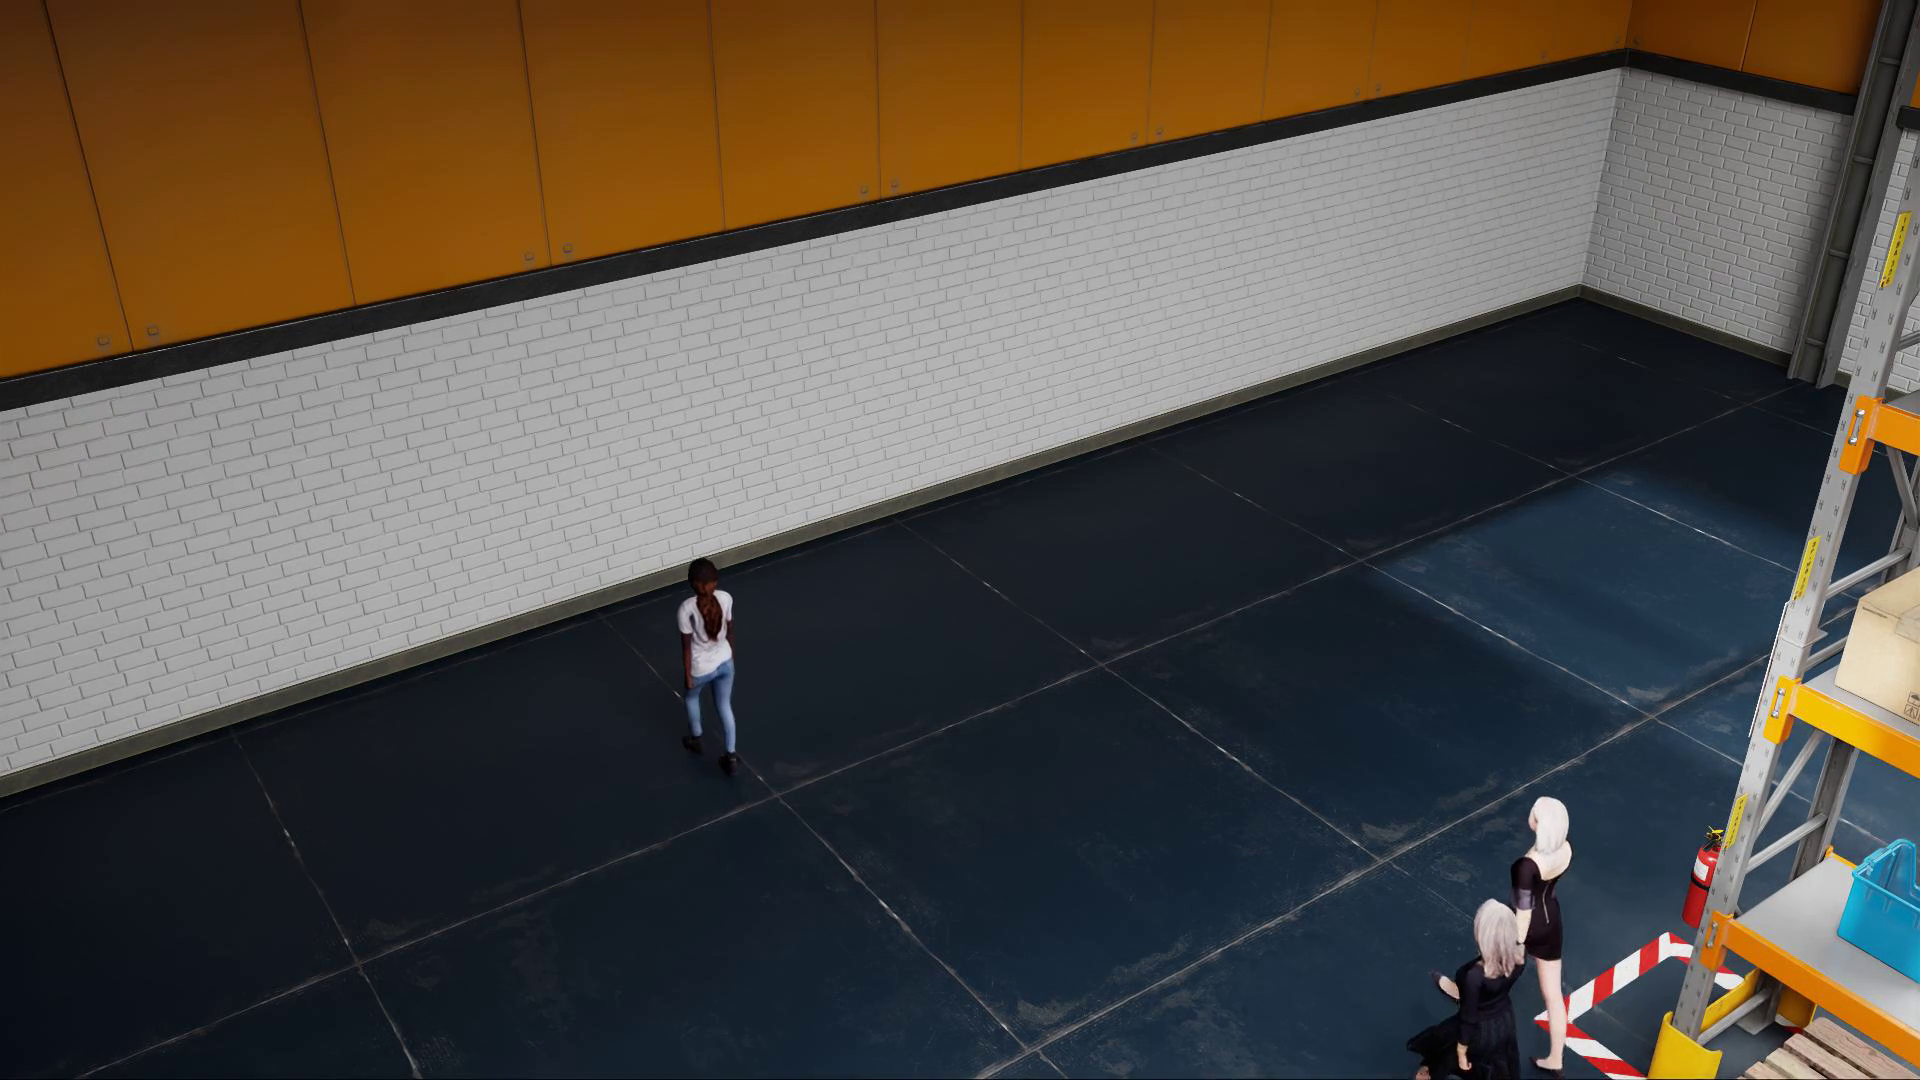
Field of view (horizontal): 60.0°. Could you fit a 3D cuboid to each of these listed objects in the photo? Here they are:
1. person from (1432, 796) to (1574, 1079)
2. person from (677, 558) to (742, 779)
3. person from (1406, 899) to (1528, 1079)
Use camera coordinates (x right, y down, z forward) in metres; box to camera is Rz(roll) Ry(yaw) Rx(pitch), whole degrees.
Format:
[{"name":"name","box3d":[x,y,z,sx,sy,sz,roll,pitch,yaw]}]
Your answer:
[{"name":"person","box3d":[3.270,2.257,9.290,0.651,1.771,1.207,-15,32,-25]},{"name":"person","box3d":[-1.733,0.938,11.779,0.591,1.702,0.800,-18,34,-30]},{"name":"person","box3d":[2.766,2.646,8.631,0.629,1.719,0.953,-17,33,-28]}]
